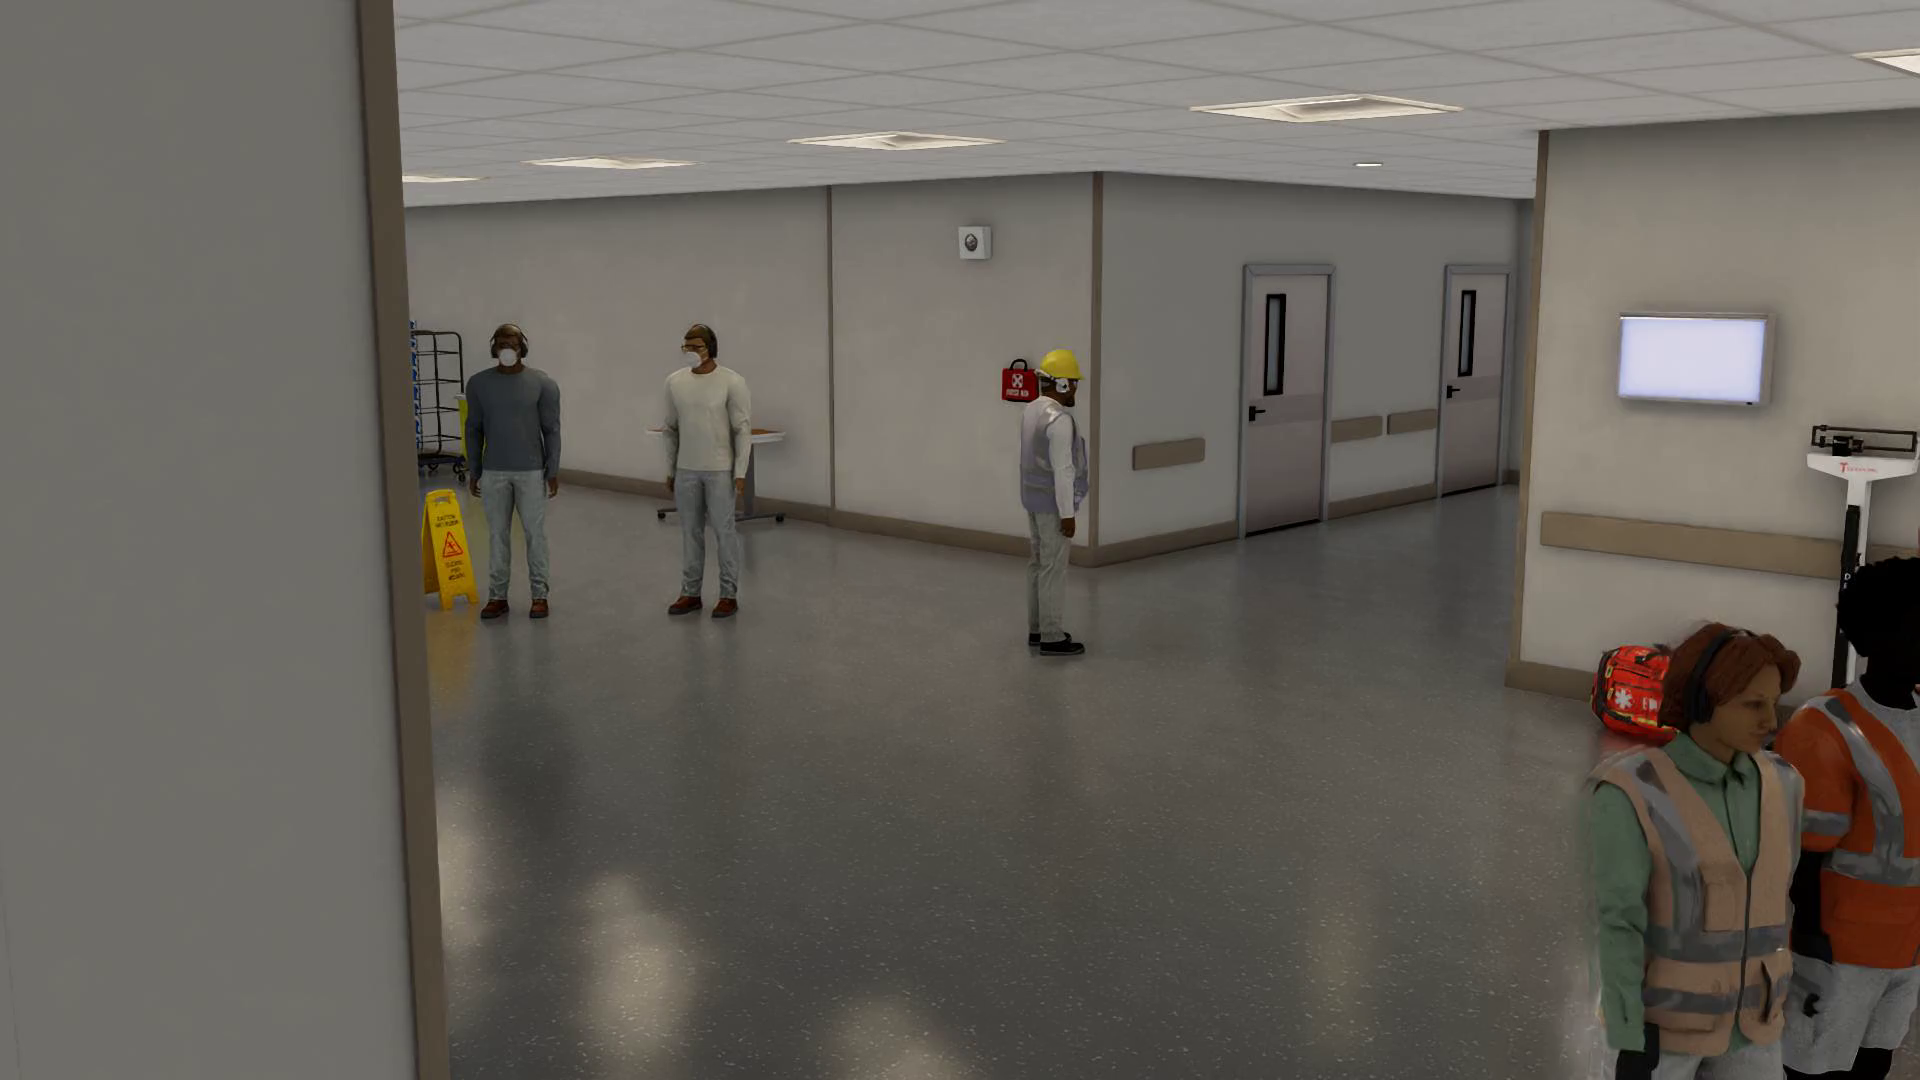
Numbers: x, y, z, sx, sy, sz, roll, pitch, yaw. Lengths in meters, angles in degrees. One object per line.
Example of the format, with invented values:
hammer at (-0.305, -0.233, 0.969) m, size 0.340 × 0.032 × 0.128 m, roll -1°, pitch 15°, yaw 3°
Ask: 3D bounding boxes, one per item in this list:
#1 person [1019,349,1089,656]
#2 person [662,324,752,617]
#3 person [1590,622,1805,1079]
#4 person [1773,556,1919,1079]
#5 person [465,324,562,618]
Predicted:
person at (0.563, -0.222, 9.952) m, size 0.403 × 1.824 × 0.590 m, roll -3°, pitch 10°, yaw -15°
person at (-1.676, -0.454, 11.008) m, size 0.629 × 1.939 × 0.372 m, roll 3°, pitch 10°, yaw 20°
person at (1.439, 0.956, 3.315) m, size 0.524 × 1.616 × 0.652 m, roll -3°, pitch 10°, yaw -17°
person at (1.964, 0.869, 3.629) m, size 0.530 × 1.697 × 0.322 m, roll -5°, pitch 11°, yaw -29°
person at (-2.941, -0.446, 10.959) m, size 0.632 × 1.940 × 0.368 m, roll 0°, pitch 9°, yaw -1°
